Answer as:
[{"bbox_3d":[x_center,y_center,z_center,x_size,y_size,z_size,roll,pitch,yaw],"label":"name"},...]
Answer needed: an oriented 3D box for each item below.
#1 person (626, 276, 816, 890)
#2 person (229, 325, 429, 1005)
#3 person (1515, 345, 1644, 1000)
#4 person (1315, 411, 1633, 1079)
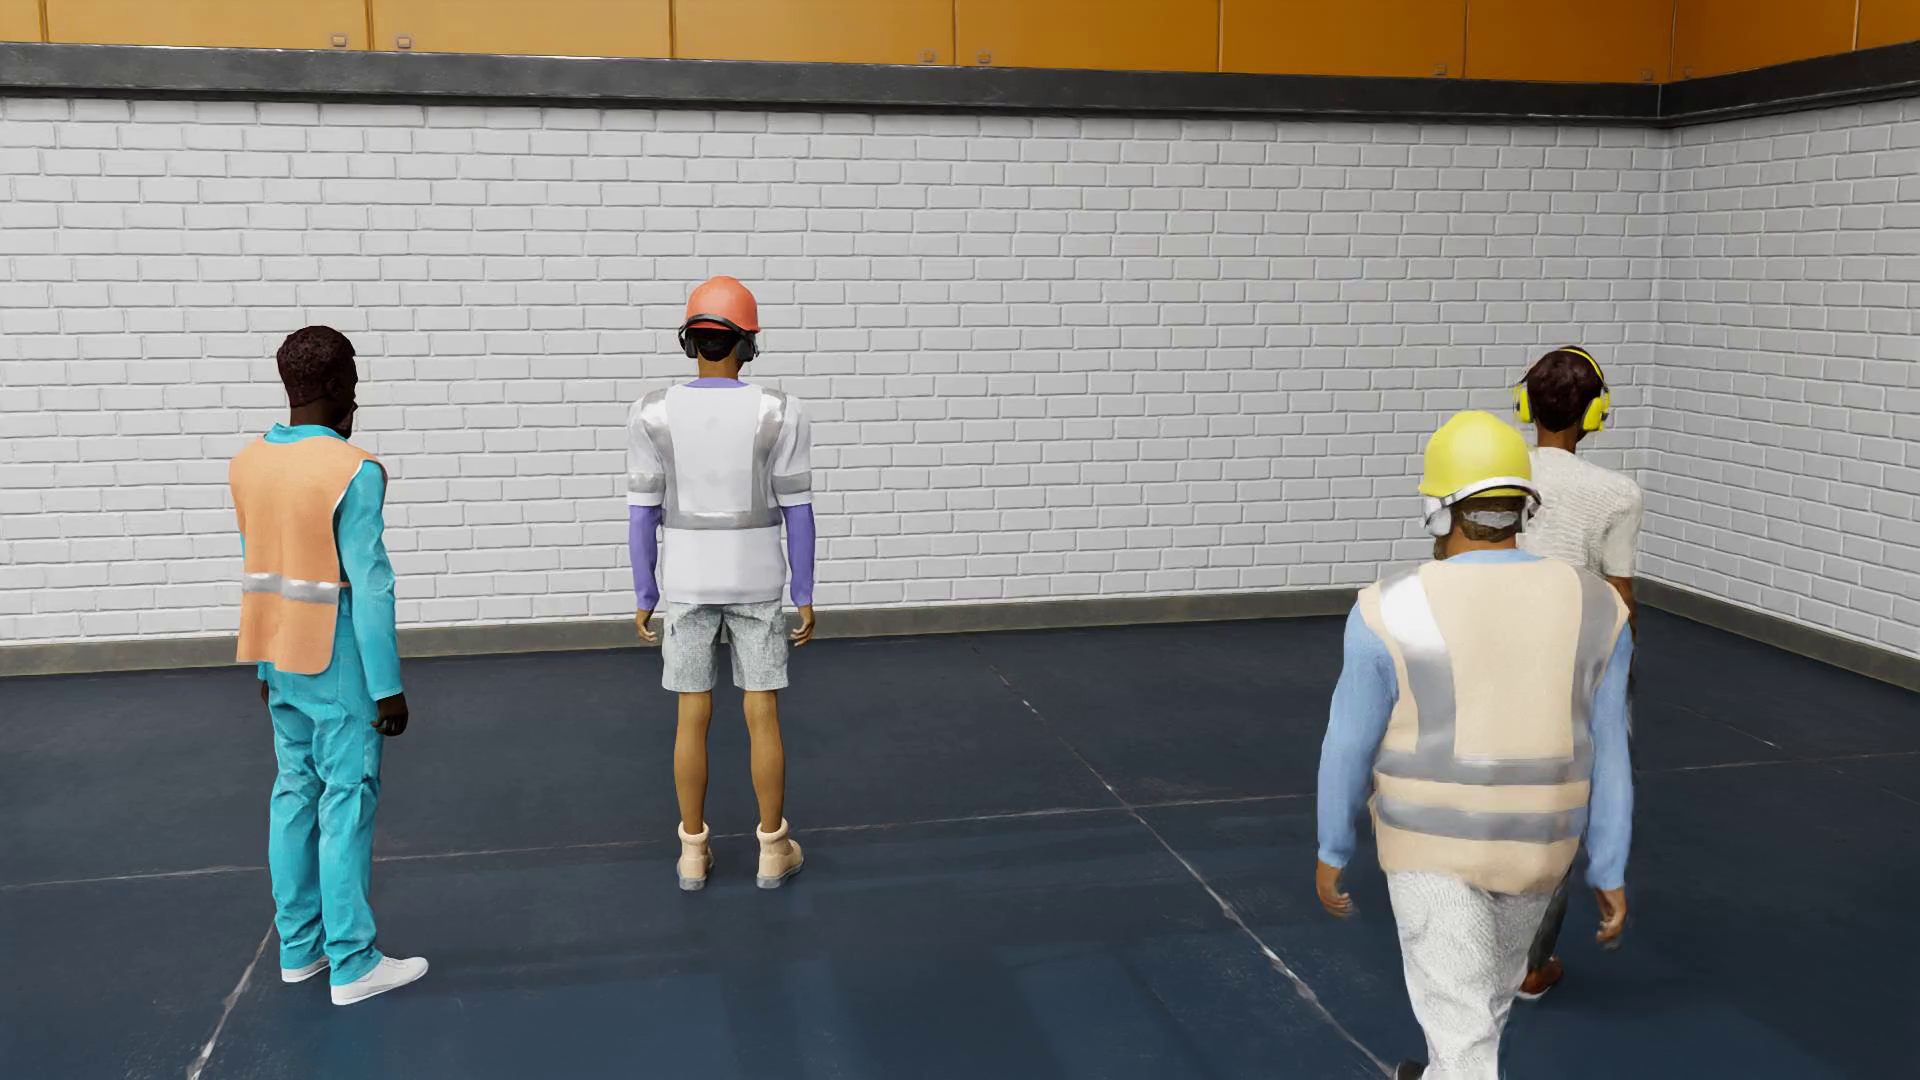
[{"bbox_3d":[-0.786,0.149,5.563,0.614,2.041,0.393,0,9,0],"label":"person"},{"bbox_3d":[-1.811,0.357,4.711,0.587,1.911,0.397,6,11,33],"label":"person"},{"bbox_3d":[1.595,0.395,4.625,0.537,1.857,0.465,5,11,29],"label":"person"},{"bbox_3d":[1.064,0.622,3.503,0.611,1.775,0.966,-1,9,-5],"label":"person"}]
